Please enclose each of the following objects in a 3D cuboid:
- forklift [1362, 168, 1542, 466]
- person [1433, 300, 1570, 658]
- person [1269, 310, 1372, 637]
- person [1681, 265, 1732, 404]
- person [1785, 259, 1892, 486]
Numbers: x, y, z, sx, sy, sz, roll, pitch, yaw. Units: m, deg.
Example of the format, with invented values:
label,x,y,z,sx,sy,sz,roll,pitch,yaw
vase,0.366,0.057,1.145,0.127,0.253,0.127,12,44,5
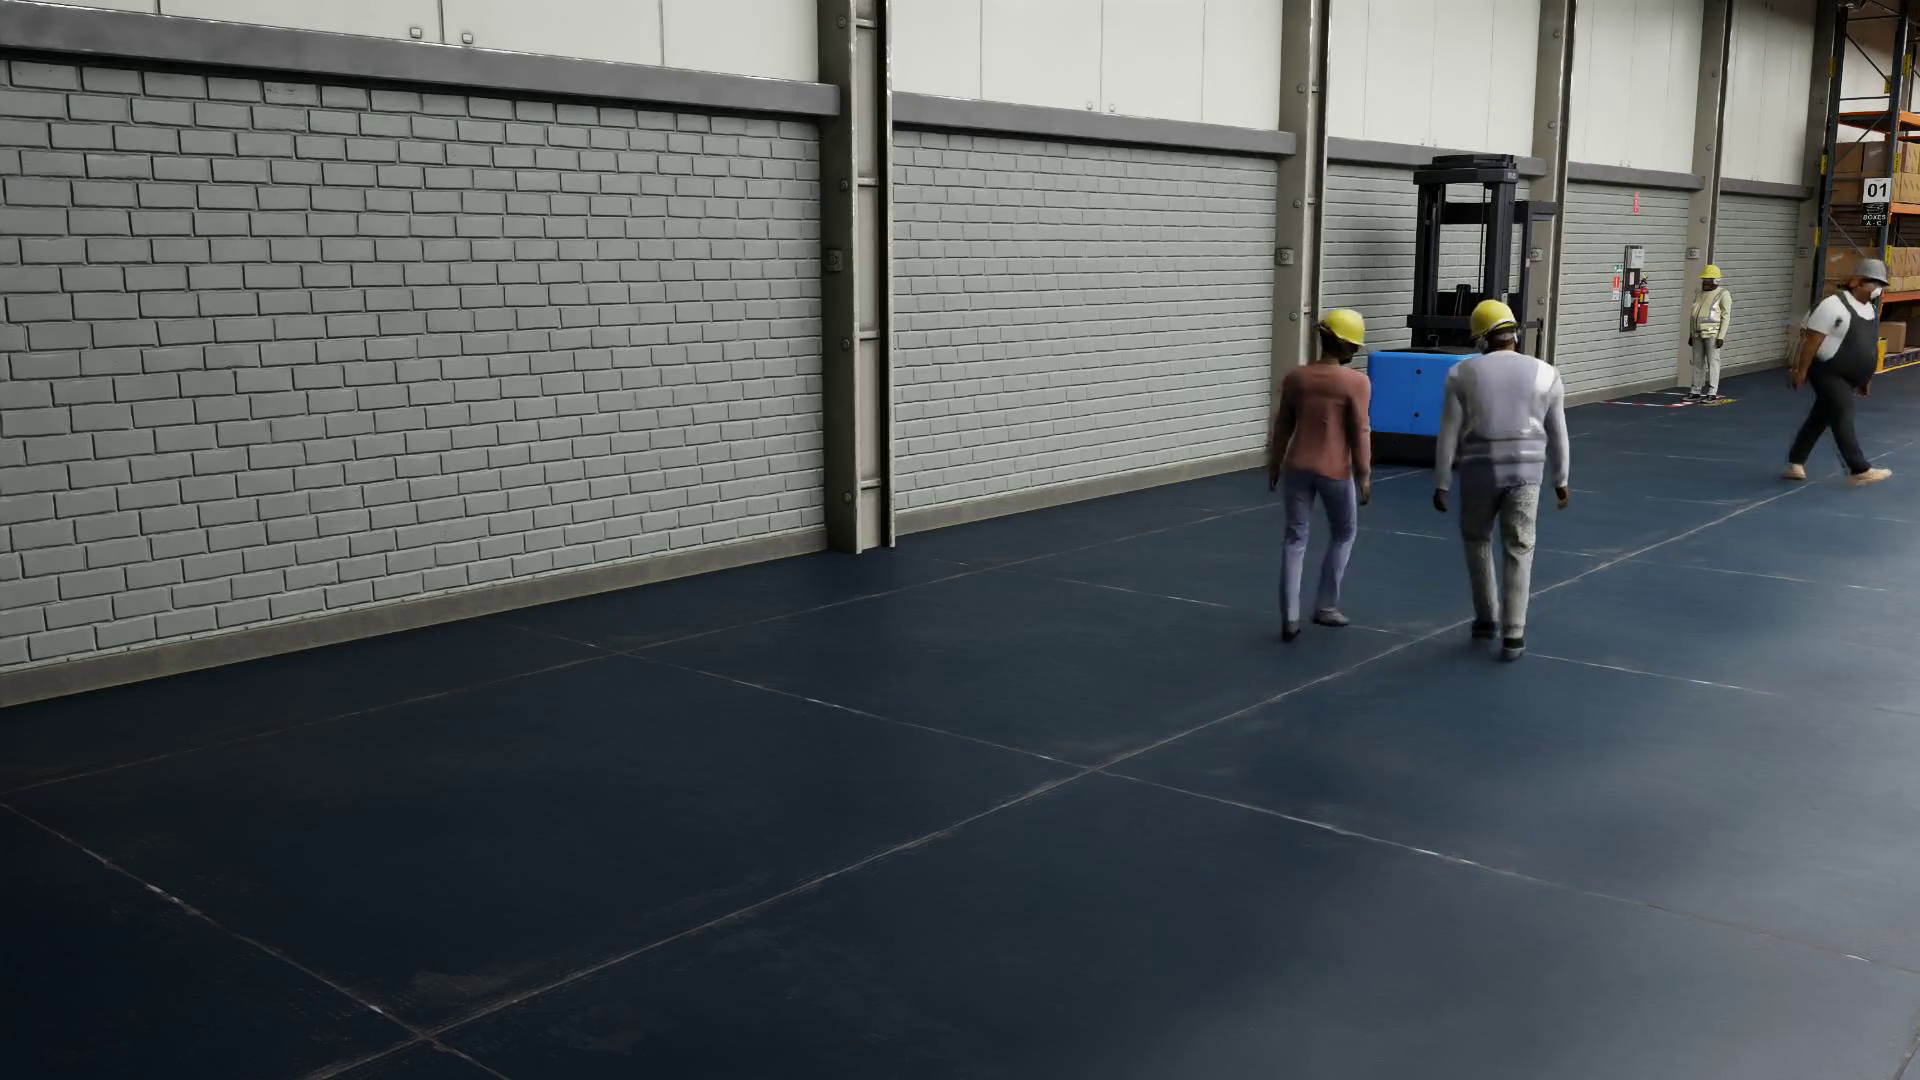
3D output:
label,x,y,z,sx,sy,sz,roll,pitch,yaw
forklift,4.875,-2.212,16.287,1.129,2.768,1.873,8,13,40
person,2.780,-0.327,8.535,0.691,1.781,0.705,1,10,8
person,1.922,-0.352,8.838,0.631,1.720,0.627,8,13,39
person,9.977,-2.752,22.228,0.403,1.830,0.591,-4,11,-24
person,7.719,-1.495,14.595,0.745,2.000,1.008,-6,12,-31
